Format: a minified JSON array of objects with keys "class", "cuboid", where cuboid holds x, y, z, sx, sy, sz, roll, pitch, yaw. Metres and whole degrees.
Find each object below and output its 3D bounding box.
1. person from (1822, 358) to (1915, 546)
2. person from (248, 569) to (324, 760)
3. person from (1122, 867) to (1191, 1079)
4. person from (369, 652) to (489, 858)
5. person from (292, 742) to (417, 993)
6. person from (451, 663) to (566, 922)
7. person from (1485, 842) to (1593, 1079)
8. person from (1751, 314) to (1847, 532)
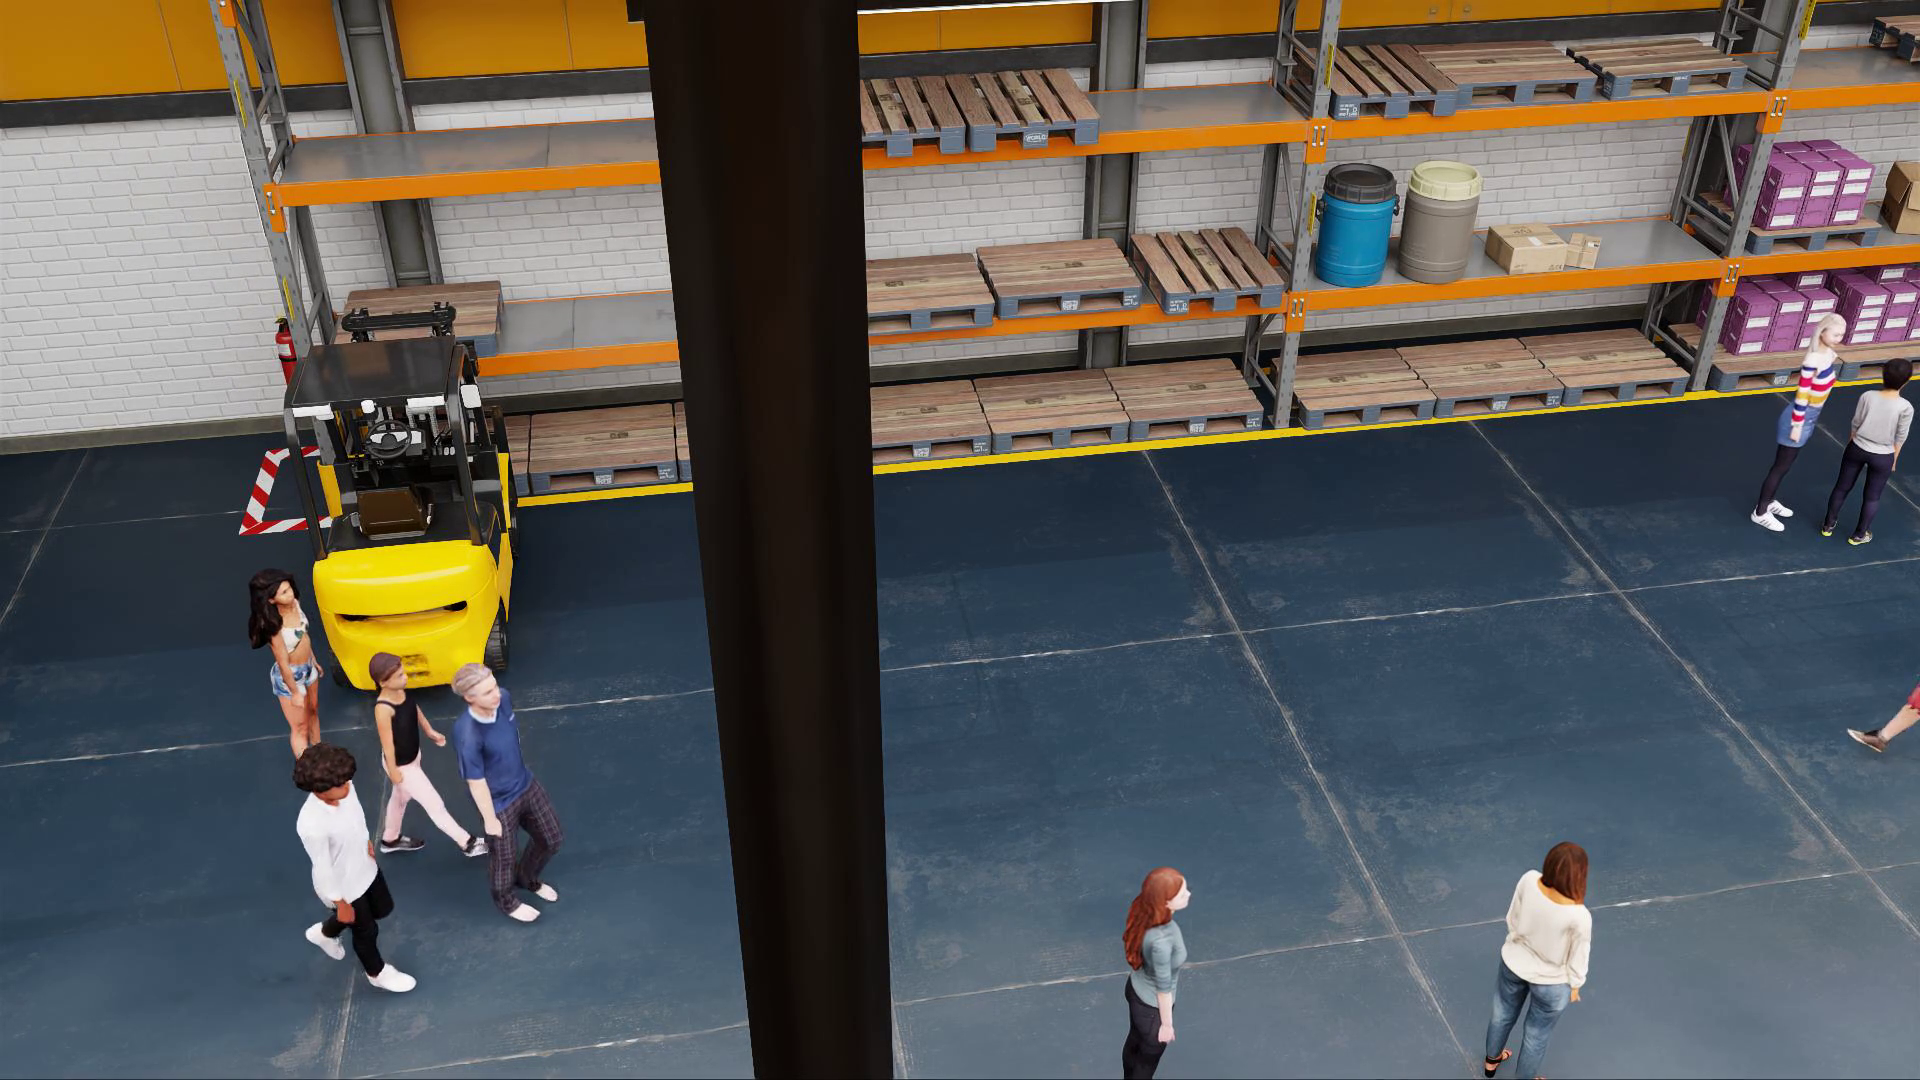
[{"class":"person","cuboid":[7.033,-0.683,12.844,0.618,1.553,0.652,27,42,35]},{"class":"person","cuboid":[-4.169,0.866,10.447,0.597,1.626,0.593,0,34,0]},{"class":"person","cuboid":[0.948,2.272,8.226,0.555,1.743,0.590,-3,34,-4]},{"class":"person","cuboid":[-3.363,1.306,9.878,1.011,1.523,0.617,-2,34,-3]},{"class":"person","cuboid":[-3.371,1.776,8.926,0.955,1.793,0.823,2,34,3]},{"class":"person","cuboid":[-2.665,1.419,9.408,0.848,1.855,0.814,12,35,17]},{"class":"person","cuboid":[2.929,2.172,8.431,0.678,1.683,0.692,-20,39,-28]},{"class":"person","cuboid":[6.557,-0.946,13.008,0.781,1.808,0.695,25,41,33]}]
